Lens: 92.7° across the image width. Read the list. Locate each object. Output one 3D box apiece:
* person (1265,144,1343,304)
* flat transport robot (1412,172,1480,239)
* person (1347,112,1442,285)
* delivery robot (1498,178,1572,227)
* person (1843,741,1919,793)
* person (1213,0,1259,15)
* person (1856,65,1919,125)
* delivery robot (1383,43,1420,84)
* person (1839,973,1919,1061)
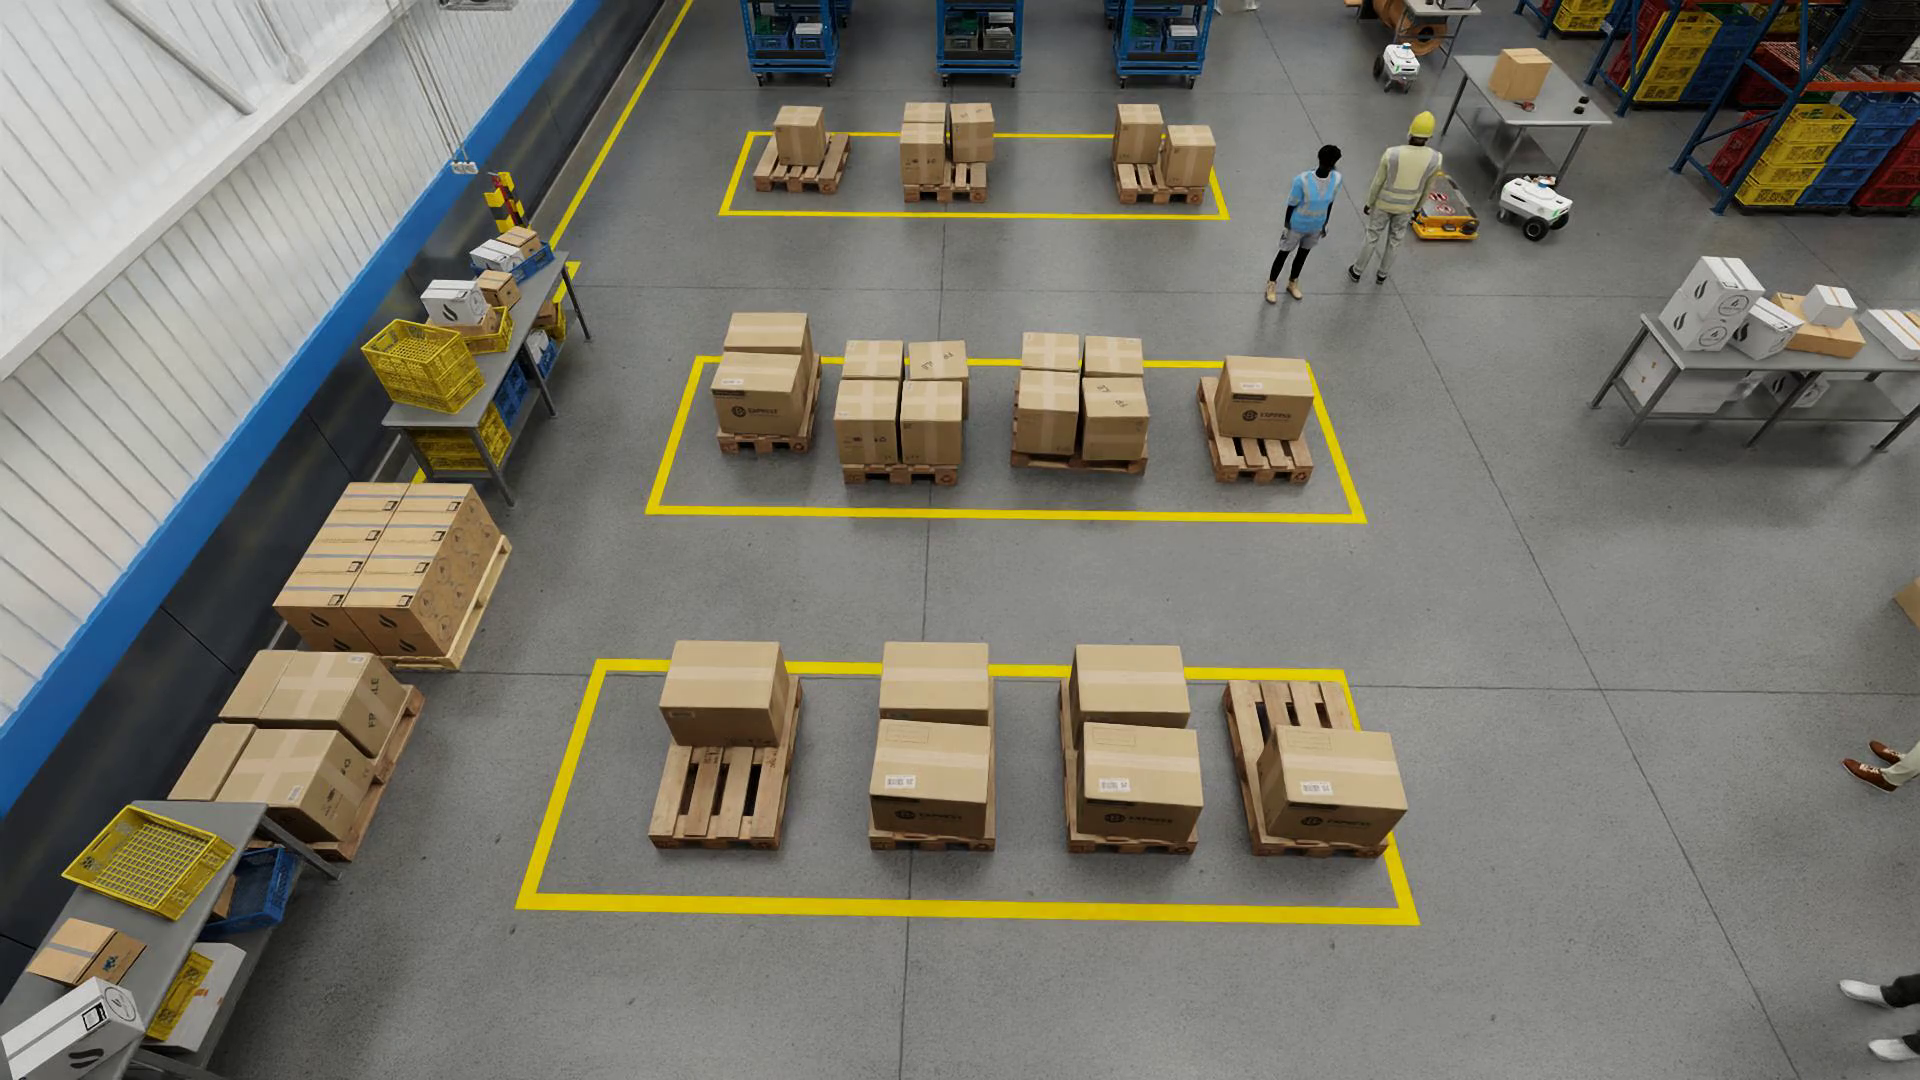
[{"bbox_3d":[3.526,-3.217,9.365,0.531,1.692,0.320,-8,50,-7],"label":"person"},{"bbox_3d":[5.692,-4.094,11.059,0.652,0.197,1.431,1,49,1],"label":"flat transport robot"},{"bbox_3d":[4.529,-3.522,9.535,0.589,1.837,0.404,9,50,8],"label":"person"},{"bbox_3d":[6.704,-3.961,10.698,0.477,0.478,0.707,-29,55,-23],"label":"delivery robot"},{"bbox_3d":[6.328,0.969,5.634,0.508,1.862,0.332,-21,52,-18],"label":"person"},{"bbox_3d":[4.558,-9.356,14.758,0.887,1.580,0.522,-15,51,-13],"label":"person"},{"bbox_3d":[12.241,-6.141,11.772,0.575,1.882,0.360,1,49,1],"label":"person"},{"bbox_3d":[6.381,-6.917,13.256,0.477,0.478,0.707,2,49,2],"label":"delivery robot"},{"bbox_3d":[5.334,2.177,4.550,0.371,1.916,0.597,5,49,4],"label":"person"}]
